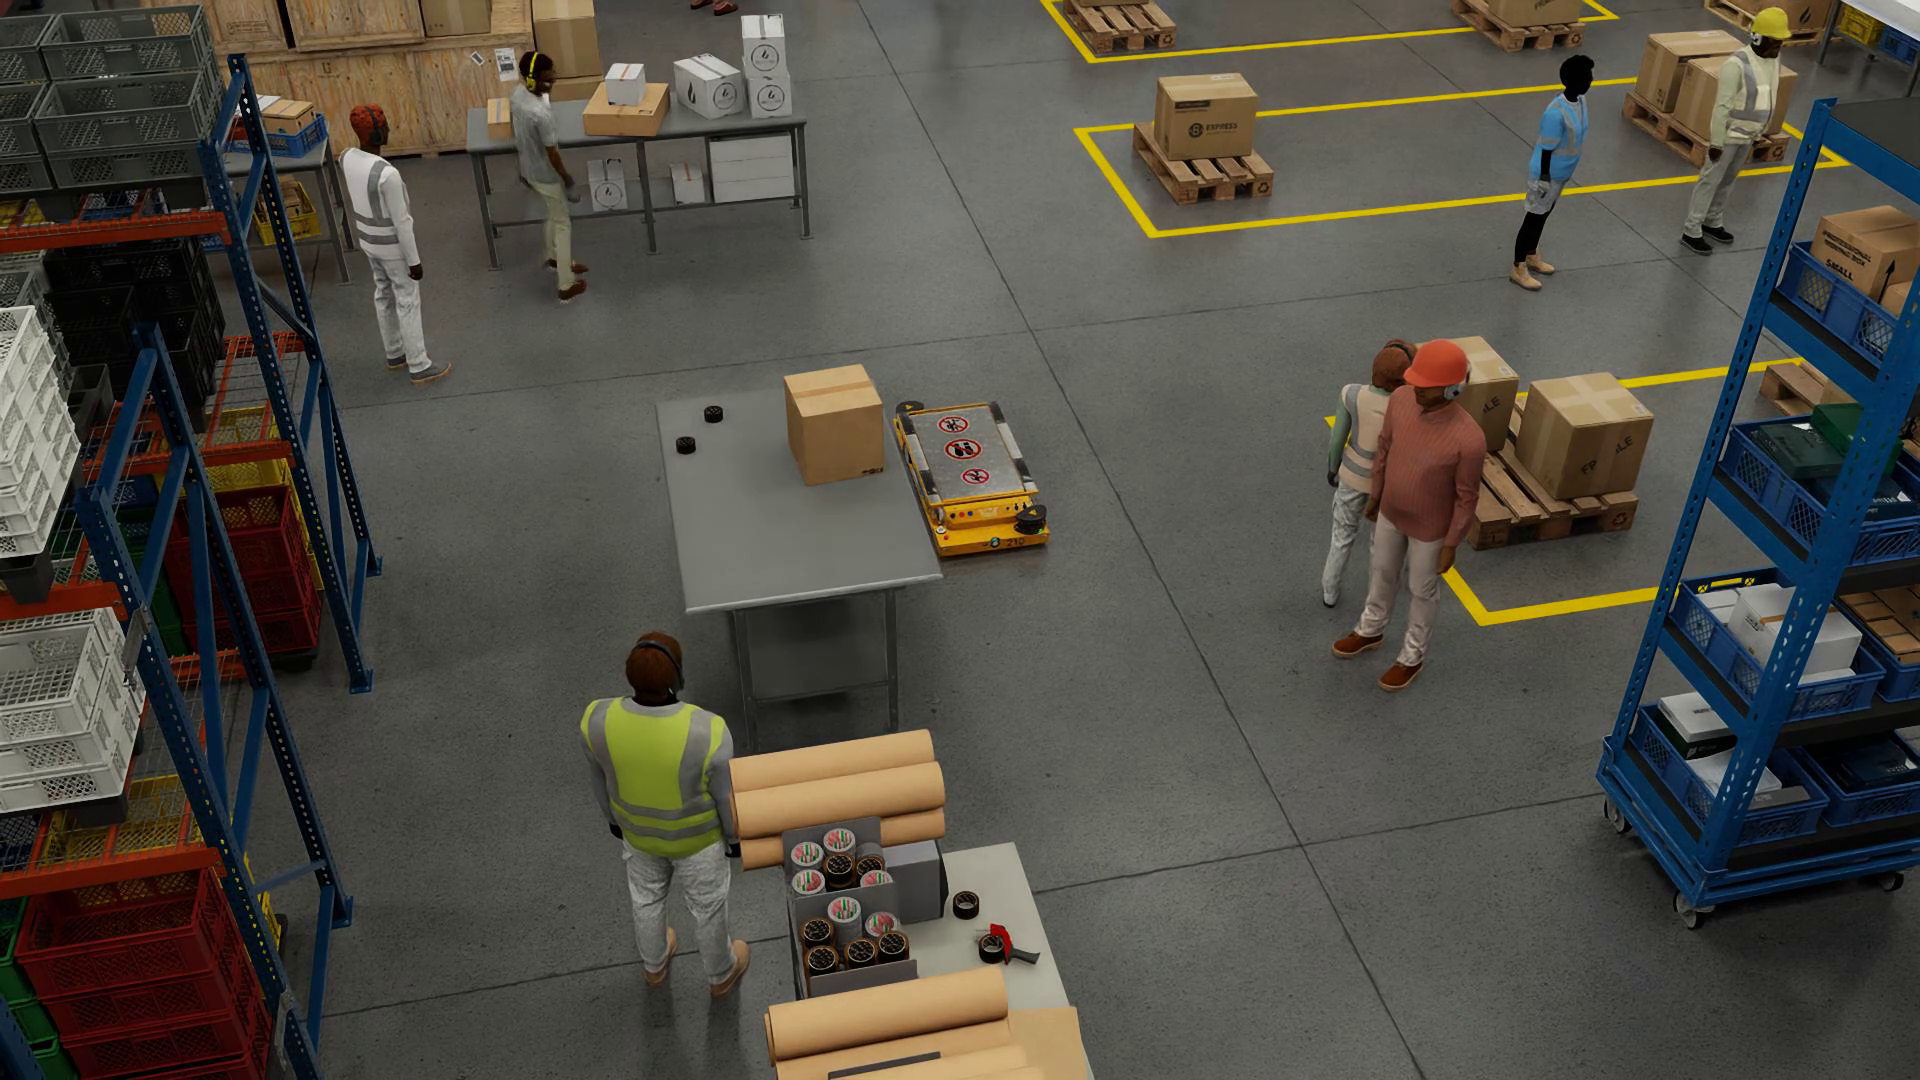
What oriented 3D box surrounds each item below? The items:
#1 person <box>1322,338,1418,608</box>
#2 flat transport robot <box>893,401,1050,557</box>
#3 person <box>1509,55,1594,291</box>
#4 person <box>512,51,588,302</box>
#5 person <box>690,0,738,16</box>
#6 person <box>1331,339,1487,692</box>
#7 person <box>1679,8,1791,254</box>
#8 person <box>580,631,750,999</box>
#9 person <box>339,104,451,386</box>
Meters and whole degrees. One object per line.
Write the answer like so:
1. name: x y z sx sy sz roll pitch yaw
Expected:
1. person: 2.190 -0.312 8.810 0.518 1.639 0.312 17 40 22
2. flat transport robot: 0.046 -0.430 10.108 0.652 0.197 1.431 -8 37 -10
3. person: 4.242 -2.636 11.887 0.319 1.696 0.532 24 43 28
4. person: -2.895 -2.590 11.716 0.410 1.835 0.631 -22 42 -26
5. person: -2.497 -6.218 16.539 0.644 1.899 0.397 23 42 28
6. person: 2.251 -0.120 8.258 0.393 1.995 0.612 -21 42 -26
7. person: 5.758 -3.023 12.300 0.603 1.830 0.403 -24 43 -28
8. person: -1.151 1.132 6.714 0.630 1.836 0.430 7 37 9
9. person: -3.688 -1.901 10.751 0.578 1.878 0.343 28 45 32
